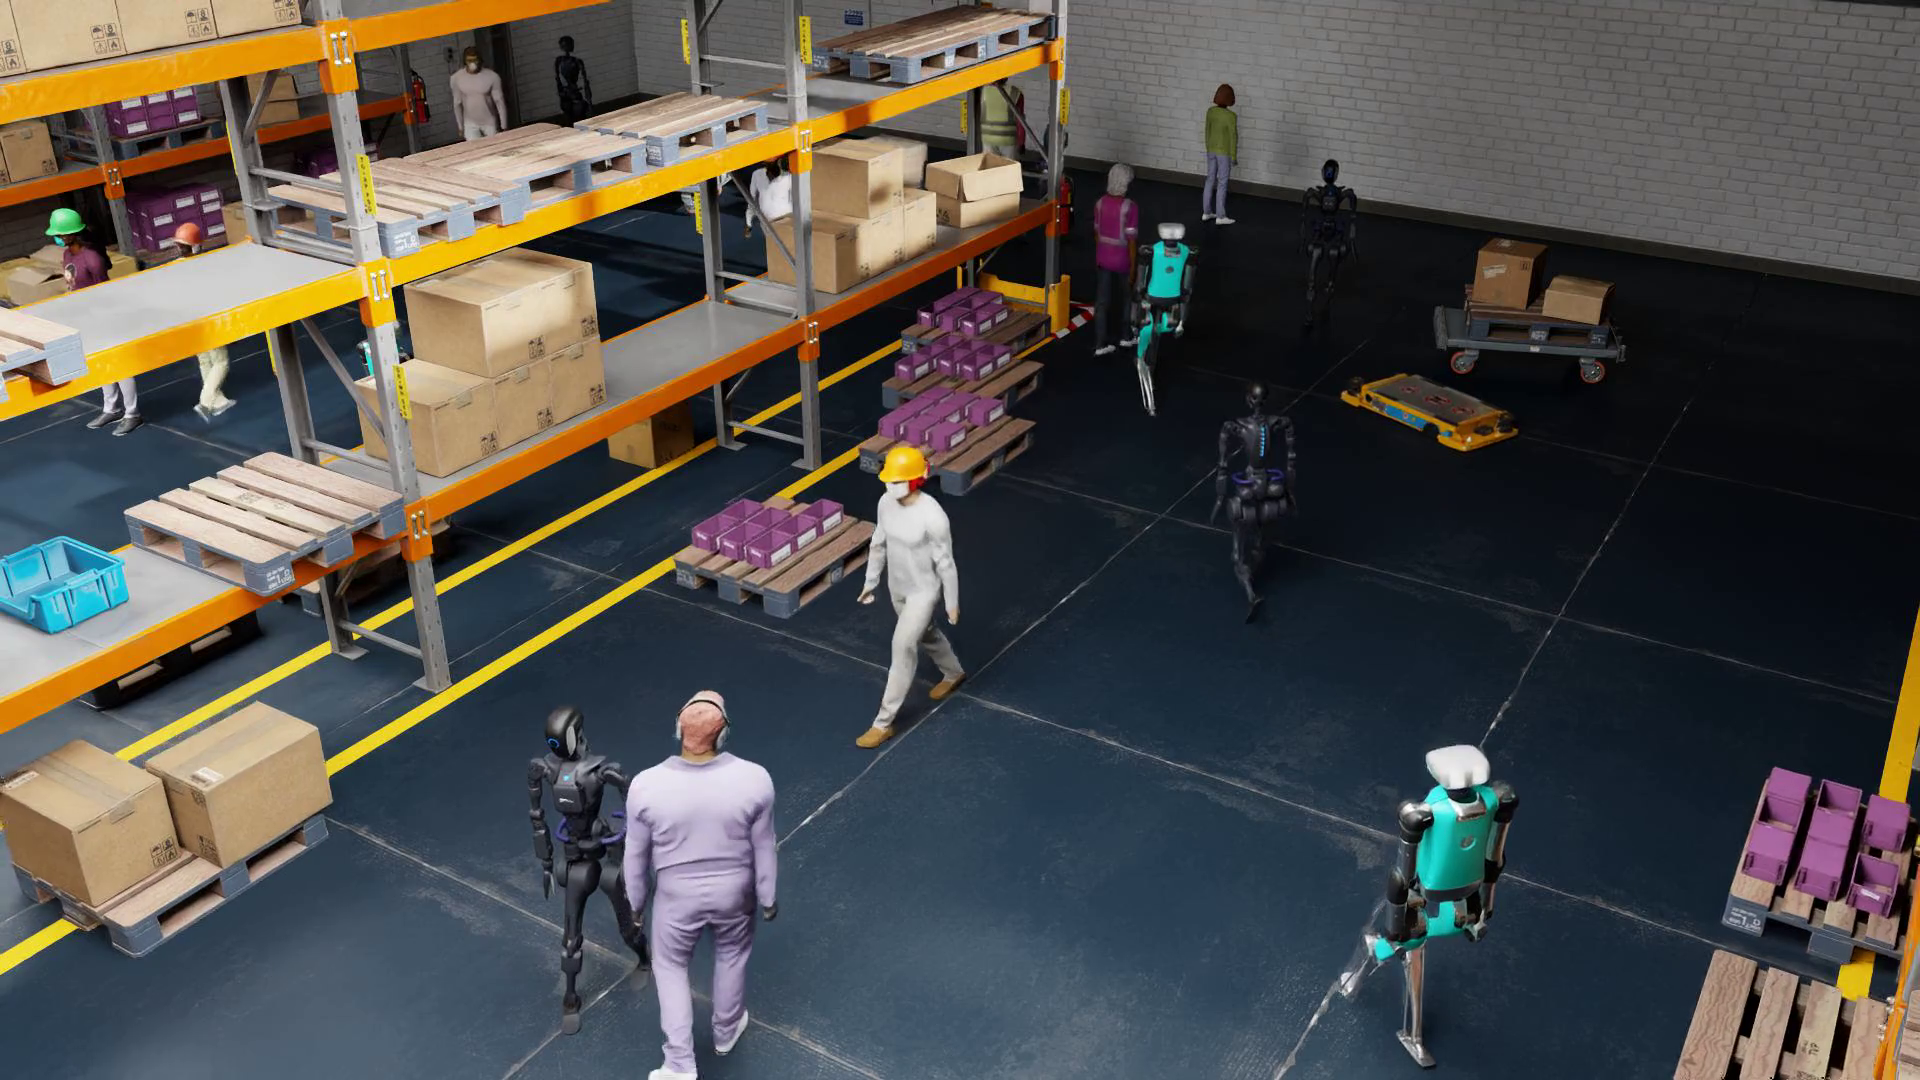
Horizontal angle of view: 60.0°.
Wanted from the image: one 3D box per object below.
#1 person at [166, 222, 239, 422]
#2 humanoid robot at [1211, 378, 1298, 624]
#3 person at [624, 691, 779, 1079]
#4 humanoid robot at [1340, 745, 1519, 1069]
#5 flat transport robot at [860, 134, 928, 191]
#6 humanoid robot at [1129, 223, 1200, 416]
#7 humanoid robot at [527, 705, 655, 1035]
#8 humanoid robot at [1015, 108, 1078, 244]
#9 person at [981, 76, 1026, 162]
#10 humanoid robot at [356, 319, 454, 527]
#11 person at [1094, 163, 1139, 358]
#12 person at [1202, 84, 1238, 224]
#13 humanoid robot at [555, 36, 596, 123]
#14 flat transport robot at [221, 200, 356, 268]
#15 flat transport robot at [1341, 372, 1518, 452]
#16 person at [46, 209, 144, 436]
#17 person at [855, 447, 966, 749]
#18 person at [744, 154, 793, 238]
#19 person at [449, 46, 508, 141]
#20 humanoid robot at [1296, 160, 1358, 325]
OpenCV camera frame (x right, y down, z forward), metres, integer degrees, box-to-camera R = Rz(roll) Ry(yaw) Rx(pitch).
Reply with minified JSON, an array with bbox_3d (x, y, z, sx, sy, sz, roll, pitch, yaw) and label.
[{"bbox_3d":[-6.489,-1.829,14.190,0.598,1.725,0.625,4,27,8],"label":"person"},{"bbox_3d":[2.030,-0.272,11.201,0.608,1.625,0.696,-5,27,-9],"label":"humanoid robot"},{"bbox_3d":[-1.122,1.577,7.327,0.673,1.875,0.605,-4,27,-8],"label":"person"},{"bbox_3d":[2.025,1.603,7.519,0.554,1.876,0.817,-7,28,-14],"label":"humanoid robot"},{"bbox_3d":[-1.169,-3.913,19.907,1.431,0.231,0.659,20,33,34],"label":"flat transport robot"},{"bbox_3d":[1.696,-2.030,14.608,0.554,1.756,1.017,-3,27,-6],"label":"humanoid robot"},{"bbox_3d":[-1.695,1.504,7.711,0.604,1.638,0.608,5,27,11],"label":"humanoid robot"},{"bbox_3d":[0.988,-4.149,18.882,0.745,1.613,0.605,-8,28,-16],"label":"humanoid robot"},{"bbox_3d":[0.484,-4.791,19.913,0.648,1.828,0.484,6,28,12],"label":"person"},{"bbox_3d":[-3.898,-0.866,12.134,0.533,1.677,0.735,19,32,32],"label":"humanoid robot"},{"bbox_3d":[1.530,-2.657,15.706,0.530,1.821,0.742,18,32,31],"label":"person"},{"bbox_3d":[3.089,-4.565,19.678,0.282,1.636,0.503,-18,32,-31],"label":"person"},{"bbox_3d":[-5.128,-5.926,22.314,0.597,1.643,0.478,15,31,28],"label":"humanoid robot"},{"bbox_3d":[-7.016,-2.729,17.574,0.659,0.231,1.431,13,30,24],"label":"flat transport robot"},{"bbox_3d":[4.065,-1.138,14.439,0.659,0.231,1.431,-17,31,-30],"label":"flat transport robot"},{"bbox_3d":[-7.253,-1.842,13.976,0.488,1.947,0.426,16,31,29],"label":"person"},{"bbox_3d":[-0.279,0.270,9.934,0.985,1.844,0.586,-23,35,-38],"label":"person"},{"bbox_3d":[-1.869,-3.248,17.011,0.563,1.703,0.921,15,31,28],"label":"person"},{"bbox_3d":[-5.926,-5.181,20.613,0.642,1.902,0.975,-6,27,-11],"label":"person"},{"bbox_3d":[3.637,-2.918,16.410,0.609,1.640,0.638,5,27,11],"label":"humanoid robot"}]
